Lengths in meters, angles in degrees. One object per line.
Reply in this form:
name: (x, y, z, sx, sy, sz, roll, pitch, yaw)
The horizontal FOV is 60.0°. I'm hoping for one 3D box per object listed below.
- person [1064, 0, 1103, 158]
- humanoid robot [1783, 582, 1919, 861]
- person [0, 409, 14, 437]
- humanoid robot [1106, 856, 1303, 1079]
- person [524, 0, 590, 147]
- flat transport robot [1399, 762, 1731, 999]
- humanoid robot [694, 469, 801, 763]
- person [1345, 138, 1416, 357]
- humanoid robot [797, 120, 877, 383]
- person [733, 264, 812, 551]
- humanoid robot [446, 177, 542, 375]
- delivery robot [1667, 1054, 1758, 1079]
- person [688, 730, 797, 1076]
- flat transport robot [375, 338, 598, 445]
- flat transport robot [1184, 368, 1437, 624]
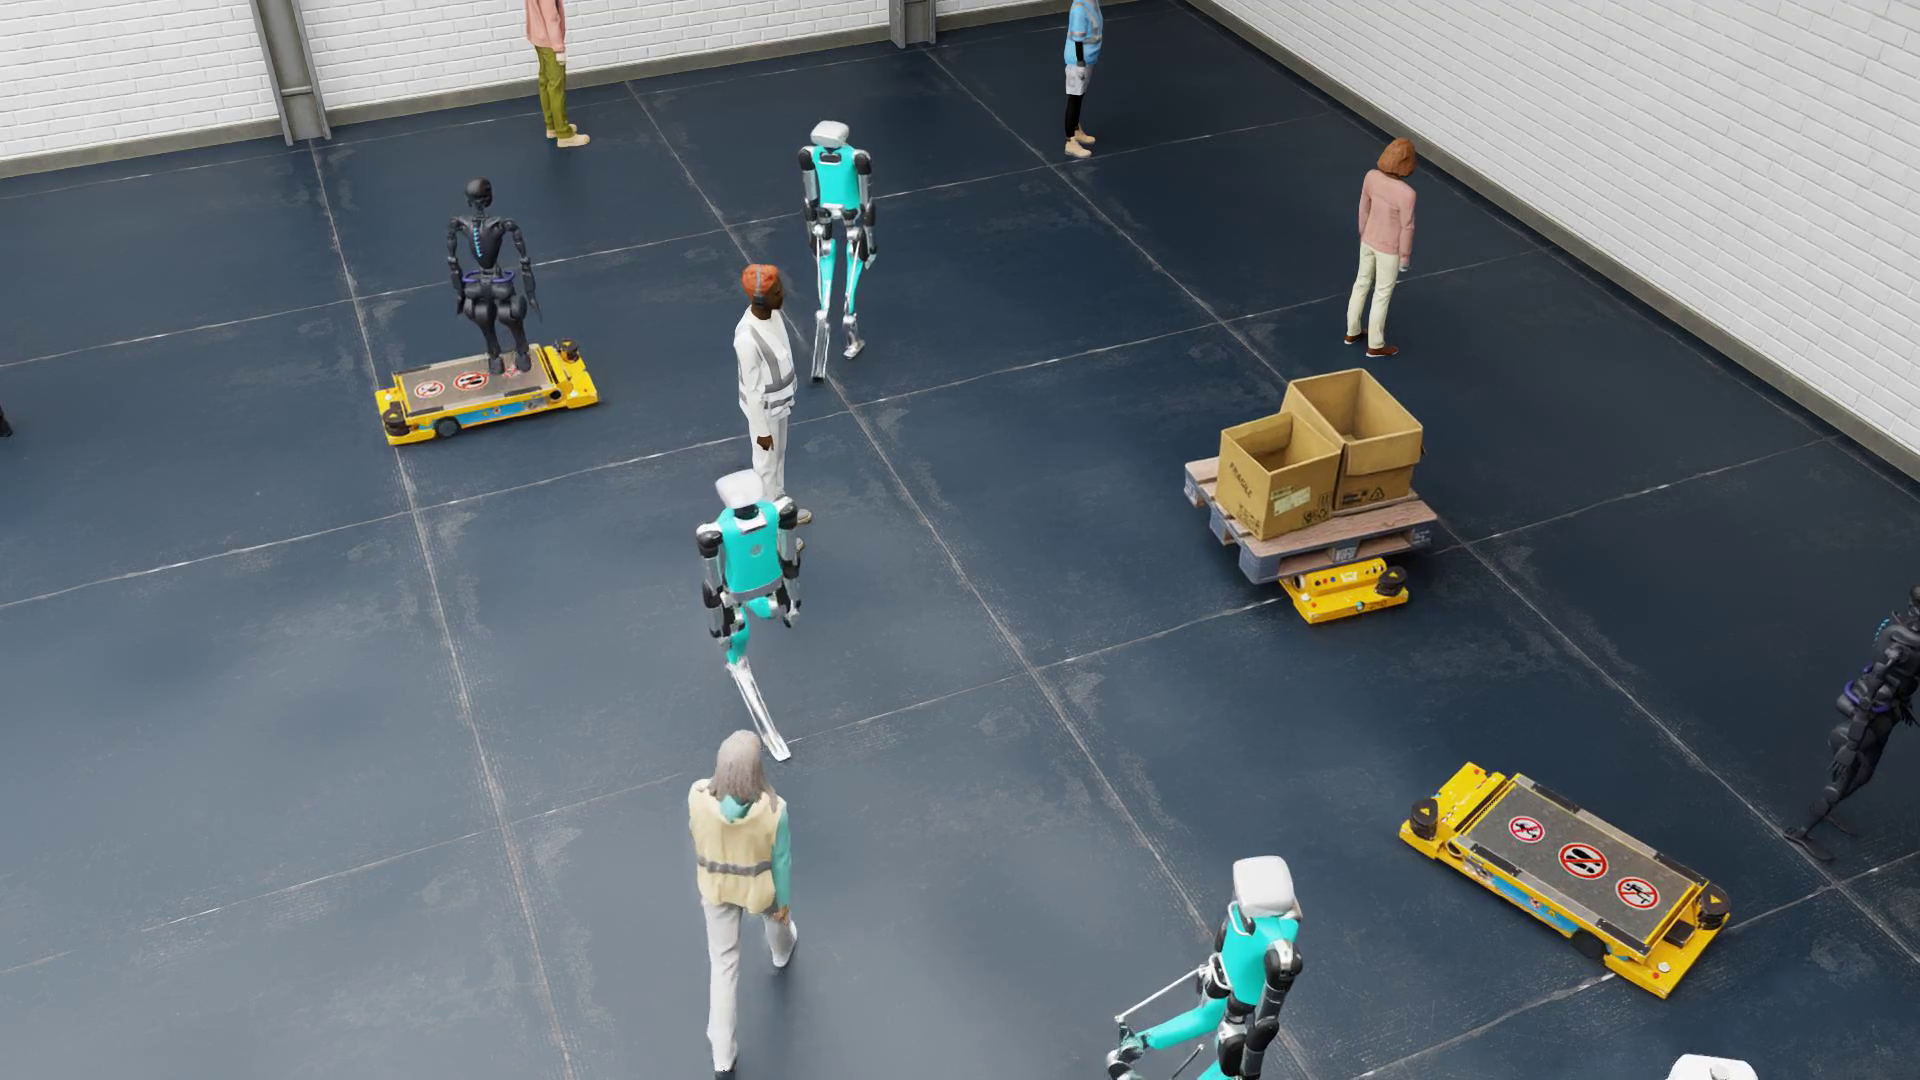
person: (1.080, -4.224, 14.602, 0.322, 1.692, 0.530, 9, 38, 11)
humanoid robot: (4.405, 0.854, 8.007, 0.614, 1.656, 0.308, -27, 45, -30)
person: (-6.608, -1.362, 10.701, 0.489, 1.918, 0.679, 7, 38, 9)
humanoid robot: (0.951, 1.924, 6.564, 0.921, 1.772, 0.544, -5, 38, -7)
person: (-3.635, -4.407, 14.724, 0.371, 1.837, 0.522, -19, 41, -23)
flat transport robot: (2.960, 1.611, 8.176, 1.431, 0.231, 0.659, 31, 47, 34)
humanoid robot: (-1.191, 0.256, 8.794, 0.536, 1.776, 1.047, -20, 42, -24)
person: (3.024, -2.088, 11.868, 0.278, 1.633, 0.497, -20, 42, -24)
humanoid robot: (-0.932, -1.920, 11.629, 0.569, 1.861, 0.821, 11, 39, 15)
person: (-1.133, -0.798, 9.989, 0.356, 1.883, 0.574, 5, 38, 6)
humanoid robot: (-3.158, -1.656, 11.292, 0.612, 1.647, 0.393, 3, 38, 4)
delivery robot: (3.103, 2.523, 6.767, 0.499, 0.610, 0.788, 5, 38, 7)
person: (-0.941, 1.513, 7.159, 0.452, 1.662, 0.913, 3, 38, 3)
flat transport robot: (-3.319, -1.042, 11.630, 1.431, 0.231, 0.659, -14, 40, -18)
flat transport robot: (2.139, -0.038, 10.322, 0.659, 0.231, 1.431, -12, 39, -15)
